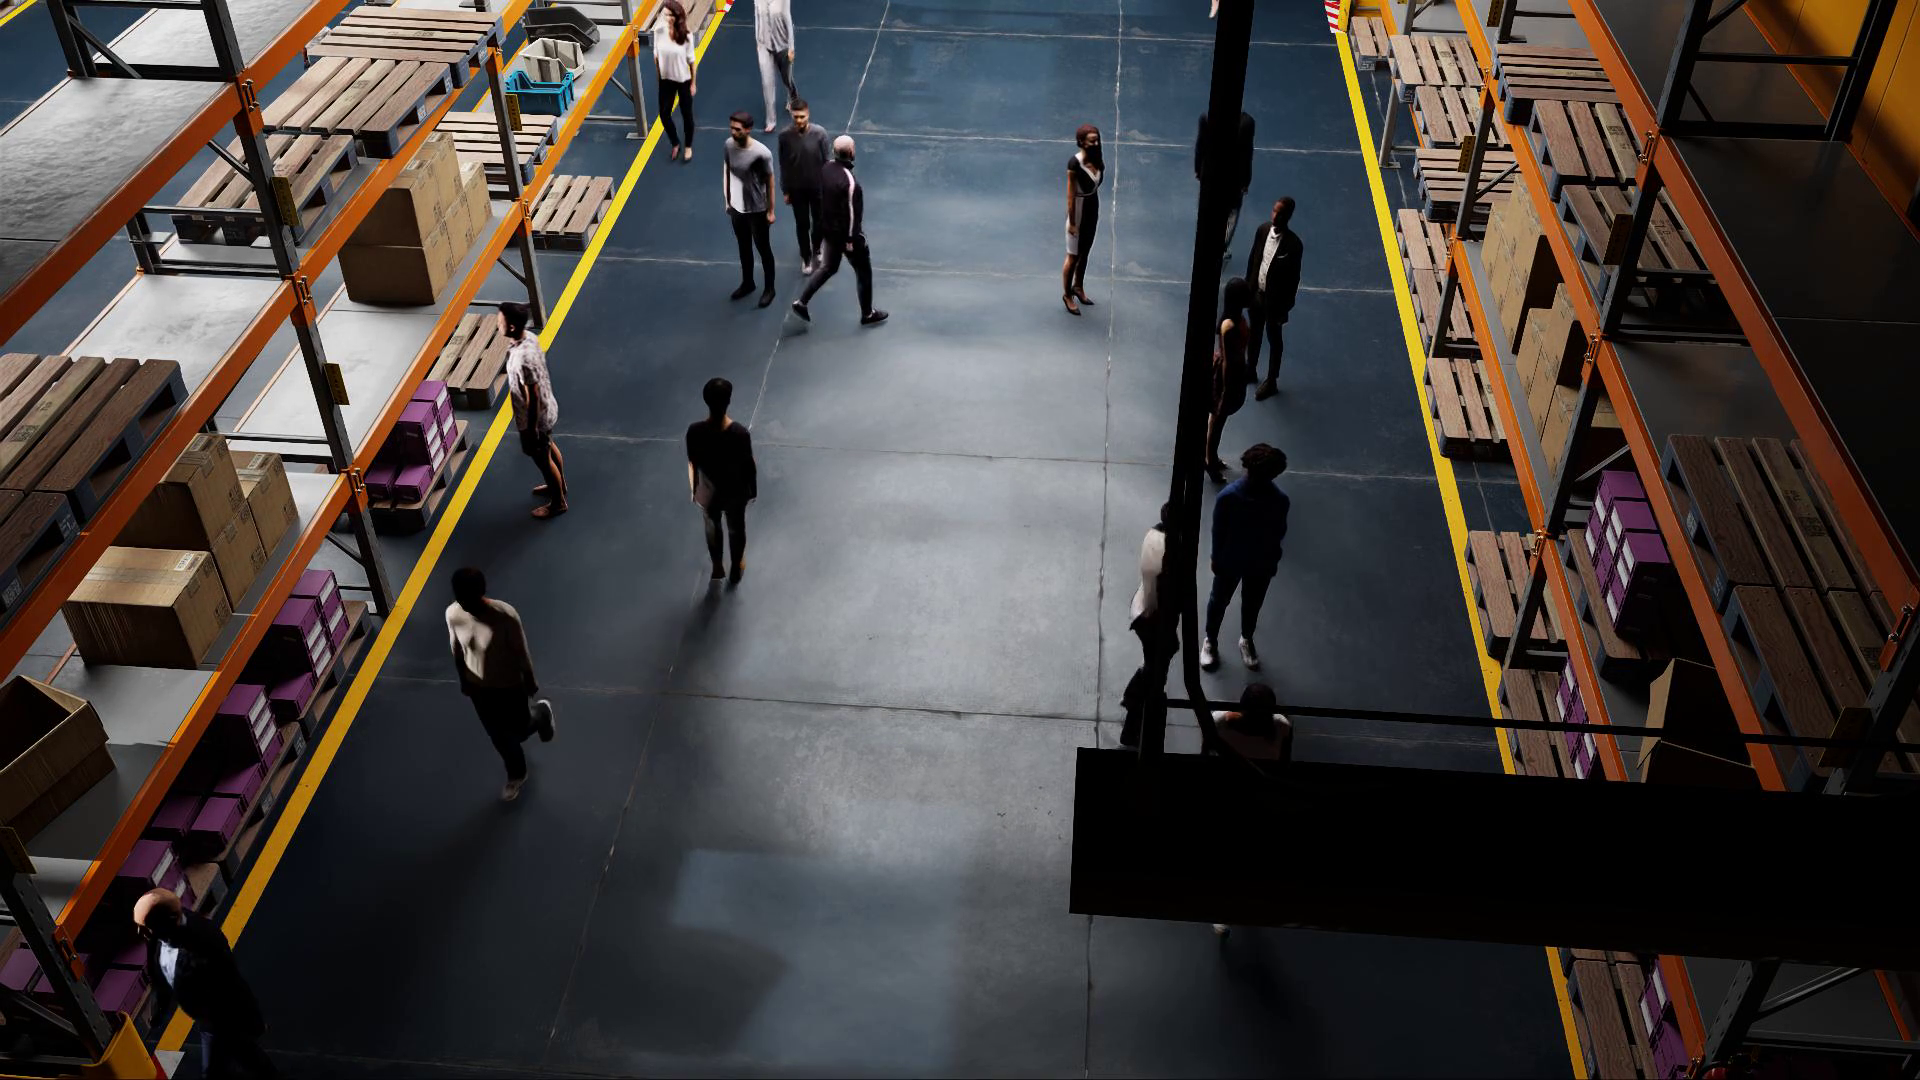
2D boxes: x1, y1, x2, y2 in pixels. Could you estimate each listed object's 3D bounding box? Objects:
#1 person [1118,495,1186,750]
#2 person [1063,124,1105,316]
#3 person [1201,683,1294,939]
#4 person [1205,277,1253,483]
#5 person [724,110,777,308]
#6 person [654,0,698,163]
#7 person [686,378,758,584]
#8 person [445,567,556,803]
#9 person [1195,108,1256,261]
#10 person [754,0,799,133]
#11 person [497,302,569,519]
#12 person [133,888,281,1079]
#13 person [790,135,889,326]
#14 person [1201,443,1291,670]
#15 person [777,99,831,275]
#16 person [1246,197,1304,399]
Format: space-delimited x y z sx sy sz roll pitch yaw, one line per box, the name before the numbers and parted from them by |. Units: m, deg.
person | 1.220 0.498 10.715 0.799 1.855 0.591 4 39 5
person | 1.098 -2.903 15.022 0.716 1.795 0.604 26 45 29
person | 1.645 1.422 9.723 0.716 1.651 1.070 0 39 0
person | 2.084 -1.255 12.976 0.768 1.773 0.659 9 40 11
person | -1.899 -3.030 15.126 0.741 1.863 0.685 18 42 21
person | -2.936 -4.831 17.449 0.639 1.780 0.622 6 39 8
person | -1.712 -0.354 11.900 0.656 1.707 0.672 0 39 -1
person | -2.864 0.805 10.381 0.673 1.792 0.884 4 39 5
person | 2.427 -3.392 15.515 0.794 1.944 0.746 13 40 15
person | -1.988 -5.431 18.236 0.709 1.734 1.109 8 39 10
person | -3.226 -1.002 12.626 0.777 1.814 0.573 -5 39 -6
person | -3.748 2.315 8.496 0.804 1.785 0.814 23 44 26
person | -1.125 -2.676 14.732 1.155 1.802 1.124 -23 44 -26
person | 1.932 0.096 11.257 0.678 1.807 0.565 1 39 1
person | -1.445 -3.359 15.633 0.730 1.746 0.745 -4 39 -5
person | 2.598 -2.046 13.946 0.791 1.799 0.729 -27 46 -30
